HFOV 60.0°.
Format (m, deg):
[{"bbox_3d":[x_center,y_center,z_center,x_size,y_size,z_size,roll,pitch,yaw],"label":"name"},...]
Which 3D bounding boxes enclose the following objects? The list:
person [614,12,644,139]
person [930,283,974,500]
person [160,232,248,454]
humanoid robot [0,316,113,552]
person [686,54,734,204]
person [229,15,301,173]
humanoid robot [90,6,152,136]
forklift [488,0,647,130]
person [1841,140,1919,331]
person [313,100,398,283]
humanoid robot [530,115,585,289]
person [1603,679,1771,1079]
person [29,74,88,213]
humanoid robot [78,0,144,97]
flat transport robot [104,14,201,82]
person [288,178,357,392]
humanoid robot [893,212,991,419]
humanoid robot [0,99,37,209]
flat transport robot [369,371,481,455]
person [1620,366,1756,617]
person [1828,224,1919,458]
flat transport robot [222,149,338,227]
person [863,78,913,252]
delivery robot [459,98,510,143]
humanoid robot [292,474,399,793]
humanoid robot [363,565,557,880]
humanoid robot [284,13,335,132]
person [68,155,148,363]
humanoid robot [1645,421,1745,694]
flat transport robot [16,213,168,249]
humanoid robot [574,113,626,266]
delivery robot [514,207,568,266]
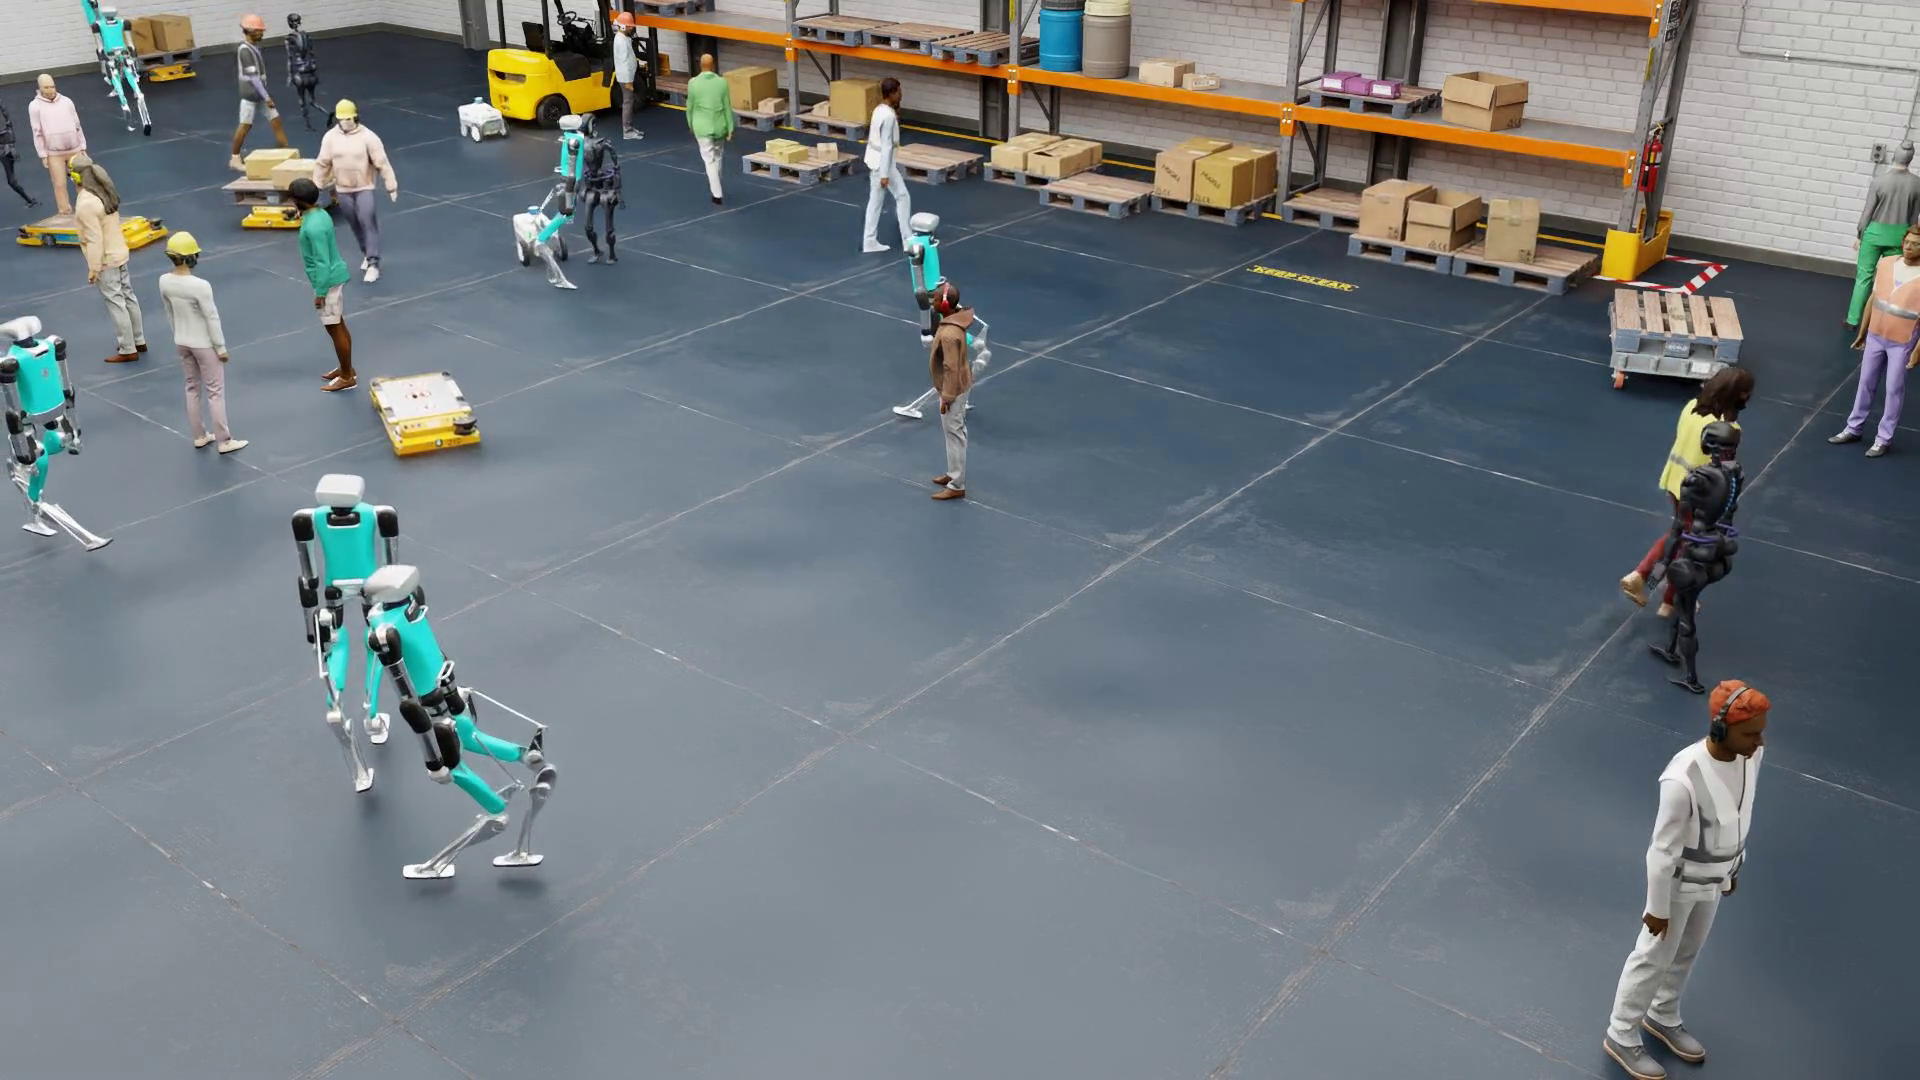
[{"bbox_3d":[-4.669,-6.533,23.413,0.351,1.737,0.572,-5,26,-11],"label":"person"},{"bbox_3d":[-0.064,-1.093,12.239,0.327,1.651,0.461,2,26,5],"label":"person"},{"bbox_3d":[-5.960,-1.546,13.058,0.524,1.762,0.328,12,28,23],"label":"person"},{"bbox_3d":[-6.346,-0.696,11.331,1.031,1.742,0.548,8,27,17],"label":"humanoid robot"},{"bbox_3d":[-3.071,-5.039,20.304,0.529,1.738,0.863,-11,28,-21],"label":"person"},{"bbox_3d":[-9.136,-5.778,21.581,1.054,1.974,0.615,-2,26,-5],"label":"person"},{"bbox_3d":[-11.820,-6.620,23.615,0.543,1.768,0.965,-21,32,-36],"label":"humanoid robot"},{"bbox_3d":[-5.874,-7.334,24.552,1.214,2.155,2.313,19,32,34],"label":"forklift"},{"bbox_3d":[8.735,-2.871,15.713,0.512,1.838,0.346,6,26,12],"label":"person"},{"bbox_3d":[-6.315,-3.675,17.374,0.819,1.833,0.753,1,26,2],"label":"person"},{"bbox_3d":[-4.161,-3.412,16.959,0.788,1.777,0.531,-6,26,-12],"label":"humanoid robot"},{"bbox_3d":[3.004,1.396,6.838,0.565,1.878,0.353,-18,31,-32],"label":"person"},{"bbox_3d":[-10.263,-4.423,19.003,0.533,1.775,0.419,-22,33,-38],"label":"person"},{"bbox_3d":[-13.289,-7.847,26.161,0.531,1.797,0.803,22,34,38],"label":"humanoid robot"},{"bbox_3d":[-13.552,-7.891,27.913,1.431,0.231,0.659,16,30,30],"label":"flat transport robot"},{"bbox_3d":[-5.449,-2.197,14.308,0.396,1.848,0.491,-6,26,-12],"label":"person"},{"bbox_3d":[-0.091,-1.785,13.597,0.910,1.769,0.542,5,26,10],"label":"humanoid robot"},{"bbox_3d":[-11.414,-4.675,19.690,0.589,1.650,0.592,3,26,6],"label":"humanoid robot"},{"bbox_3d":[-4.457,-1.075,13.796,0.659,0.231,1.431,-12,28,-23],"label":"flat transport robot"},{"bbox_3d":[4.577,-0.271,10.423,0.479,1.754,0.495,-6,26,-13],"label":"person"},{"bbox_3d":[7.292,-1.563,12.990,0.390,1.850,0.565,-13,29,-25],"label":"person"},{"bbox_3d":[-7.950,-4.004,19.863,0.659,0.231,1.431,2,26,4],"label":"flat transport robot"},{"bbox_3d":[-0.700,-4.079,18.164,0.852,1.882,0.612,-7,27,-14],"label":"person"},{"bbox_3d":[-6.791,-5.968,23.588,0.499,0.583,0.765,-23,34,-39],"label":"delivery robot"},{"bbox_3d":[-3.184,0.560,8.770,0.559,1.760,1.026,-6,26,-12],"label":"humanoid robot"},{"bbox_3d":[-2.304,0.926,7.959,0.904,1.736,0.530,-1,26,-2],"label":"humanoid robot"},{"bbox_3d":[-9.348,-6.677,23.796,0.517,1.642,0.613,8,27,17],"label":"humanoid robot"},{"bbox_3d":[-7.657,-2.526,14.959,0.403,1.876,0.553,-1,26,-2],"label":"person"},{"bbox_3d":[4.323,0.082,9.796,0.603,1.641,0.550,-14,29,-27],"label":"humanoid robot"},{"bbox_3d":[-9.810,-3.485,18.787,1.431,0.231,0.659,4,26,8],"label":"flat transport robot"},{"bbox_3d":[-3.841,-3.722,17.678,0.604,1.640,0.396,6,26,13],"label":"humanoid robot"},{"bbox_3d":[-4.614,-3.338,18.127,0.499,0.570,0.753,-12,28,-24],"label":"delivery robot"}]
